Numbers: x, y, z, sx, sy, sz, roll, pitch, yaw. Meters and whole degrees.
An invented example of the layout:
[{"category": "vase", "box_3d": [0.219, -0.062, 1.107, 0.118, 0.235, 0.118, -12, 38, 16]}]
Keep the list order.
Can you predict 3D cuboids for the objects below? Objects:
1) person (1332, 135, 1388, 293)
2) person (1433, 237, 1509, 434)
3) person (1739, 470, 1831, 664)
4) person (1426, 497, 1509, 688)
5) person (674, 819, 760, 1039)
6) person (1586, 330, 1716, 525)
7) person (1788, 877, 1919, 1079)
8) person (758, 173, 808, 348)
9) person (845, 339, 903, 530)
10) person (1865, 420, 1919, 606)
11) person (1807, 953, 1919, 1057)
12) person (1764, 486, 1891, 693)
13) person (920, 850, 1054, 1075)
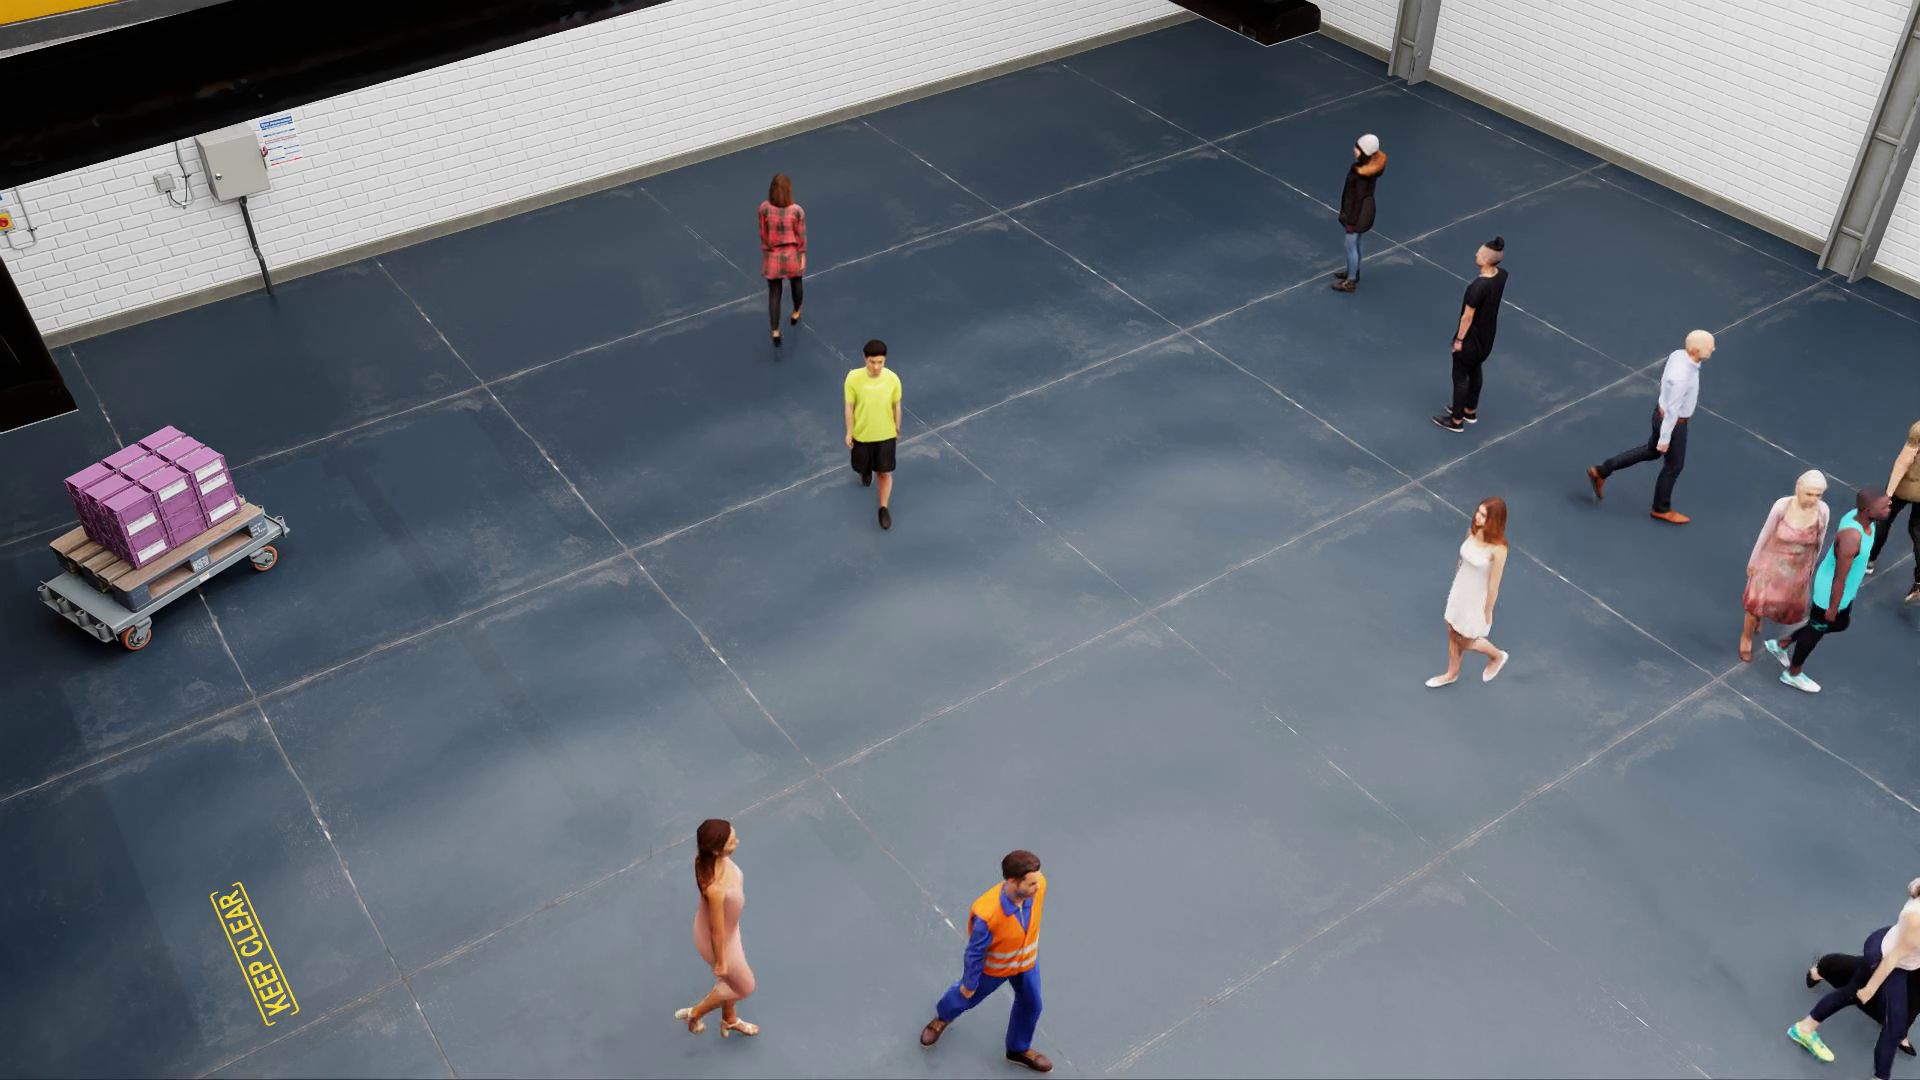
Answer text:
[{"category": "person", "box_3d": [3.930, -3.223, 16.360, 0.778, 1.630, 0.740, 12, 40, 14]}, {"category": "person", "box_3d": [4.465, -1.795, 14.383, 0.643, 1.865, 0.717, 31, 48, 33]}, {"category": "person", "box_3d": [5.969, 0.132, 12.119, 0.815, 1.679, 0.875, 6, 39, 8]}, {"category": "person", "box_3d": [3.716, 0.379, 11.791, 0.771, 1.704, 0.814, -10, 40, -12]}, {"category": "person", "box_3d": [-1.446, 2.244, 9.365, 0.835, 1.816, 0.792, -3, 39, -3]}, {"category": "person", "box_3d": [5.614, -0.931, 13.380, 1.202, 1.766, 1.058, 12, 40, 15]}, {"category": "person", "box_3d": [5.122, 2.353, 9.346, 1.062, 1.670, 0.795, 29, 47, 32]}, {"category": "person", "box_3d": [-1.672, -2.593, 15.536, 1.001, 1.674, 1.143, 1, 39, 1]}, {"category": "person", "box_3d": [-0.714, -0.932, 13.445, 0.914, 1.687, 1.050, -2, 39, -3]}, {"category": "person", "box_3d": [7.292, -0.340, 12.589, 1.078, 1.830, 1.226, 0, 39, 1]}, {"category": "person", "box_3d": [5.435, 2.276, 9.516, 0.754, 1.577, 0.984, -10, 40, -13]}, {"category": "person", "box_3d": [6.095, 0.321, 11.784, 0.805, 1.802, 0.753, 23, 44, 26]}, {"category": "person", "box_3d": [0.181, 2.313, 9.271, 0.769, 1.826, 0.911, -22, 43, -25]}]
